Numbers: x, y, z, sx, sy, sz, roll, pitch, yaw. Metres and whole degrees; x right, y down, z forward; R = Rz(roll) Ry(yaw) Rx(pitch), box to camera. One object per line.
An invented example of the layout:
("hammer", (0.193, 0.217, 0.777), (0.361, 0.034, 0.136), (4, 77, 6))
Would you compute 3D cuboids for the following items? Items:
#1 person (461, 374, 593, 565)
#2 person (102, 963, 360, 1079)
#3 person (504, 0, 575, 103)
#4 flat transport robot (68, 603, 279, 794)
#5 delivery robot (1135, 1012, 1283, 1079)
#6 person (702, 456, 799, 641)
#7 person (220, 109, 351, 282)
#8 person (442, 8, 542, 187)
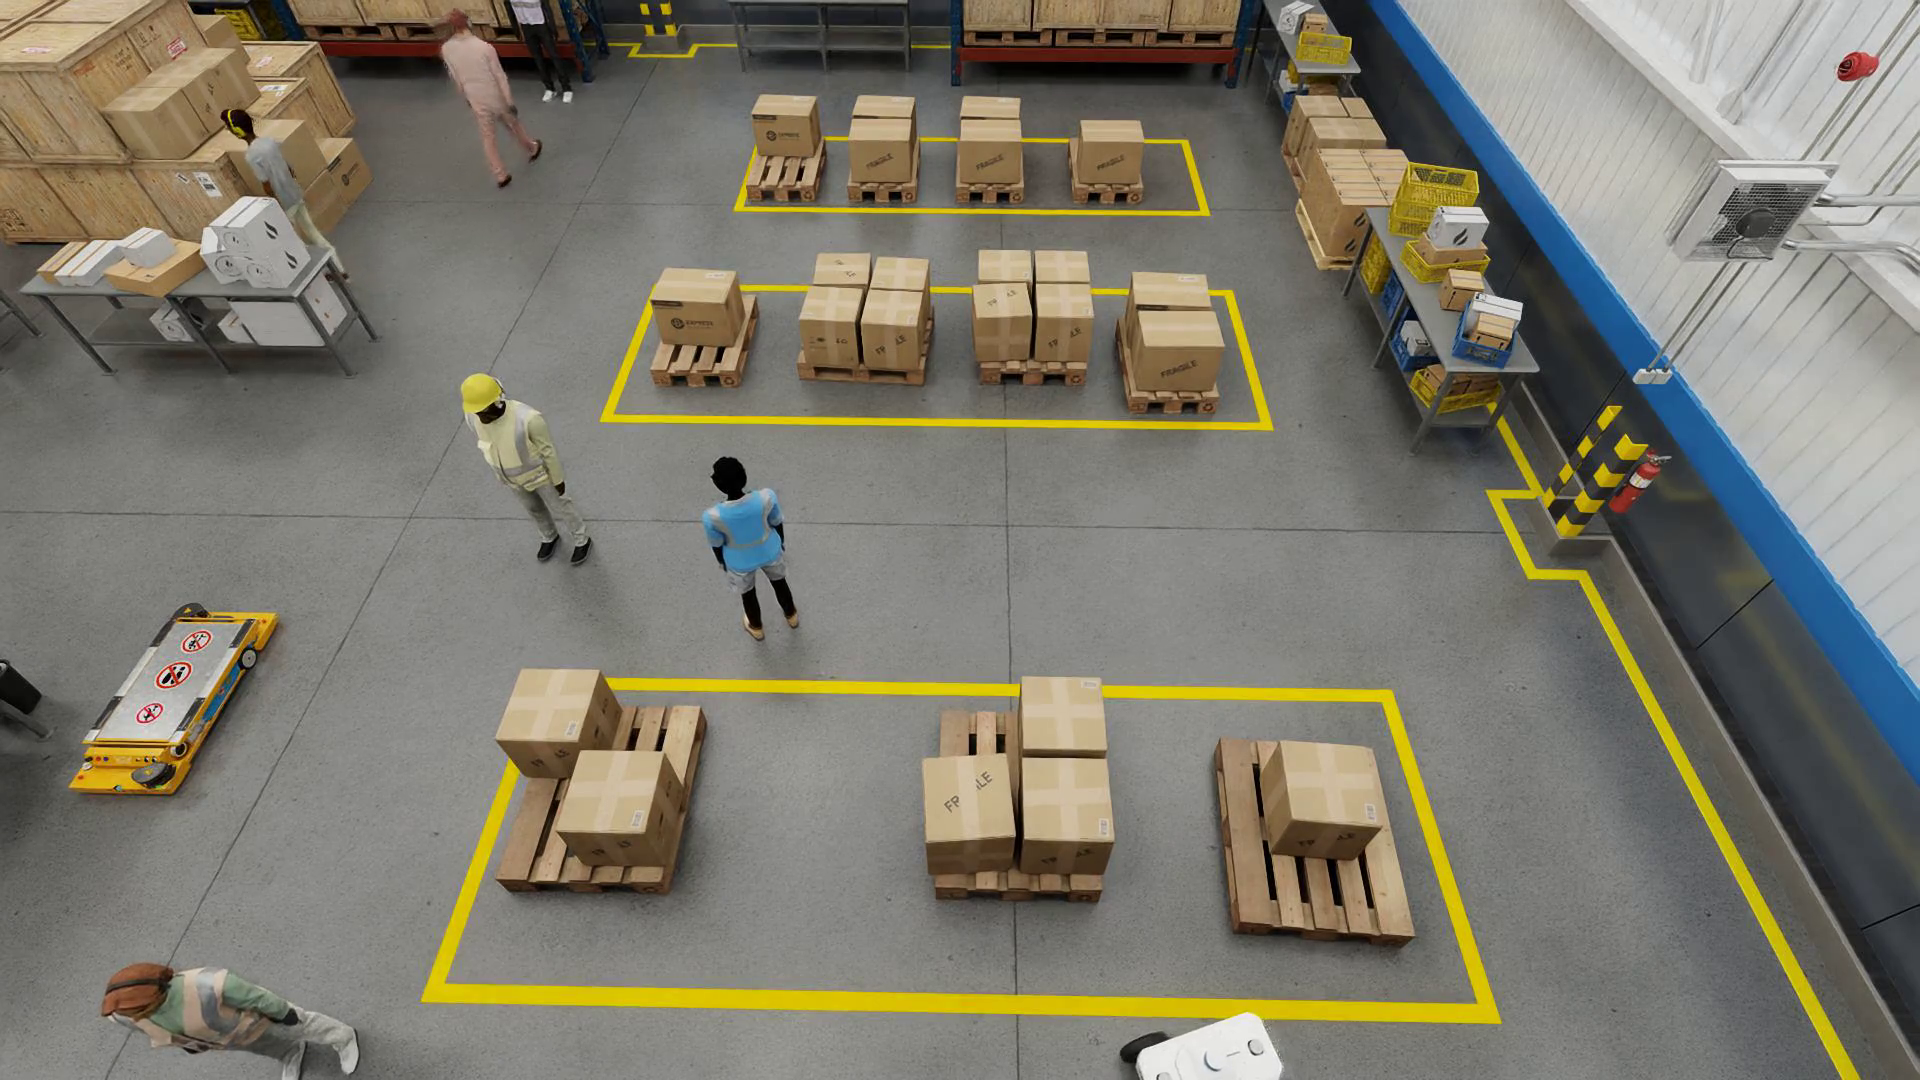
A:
("person", (-3.207, -0.504, 6.768), (0.585, 1.824, 0.403), (8, 50, 7))
("person", (-3.529, 2.357, 4.470), (0.519, 1.632, 0.317), (-12, 51, -10))
("person", (-5.578, -6.763, 12.009), (0.603, 1.906, 0.387), (2, 50, 2))
("flat transport robot", (-5.504, 1.072, 6.442), (0.652, 0.197, 1.431), (1, 50, 1))
("delivery robot", (1.289, 2.749, 4.775), (0.707, 0.478, 0.477), (-13, 51, -11))
("person", (-1.440, 0.086, 6.353), (0.534, 1.694, 0.320), (-21, 53, -17))
("person", (-6.807, -3.390, 9.188), (0.507, 1.847, 0.585), (0, 50, 0))
("person", (-5.507, -5.200, 10.721), (0.660, 1.846, 1.020), (1, 50, 1))
